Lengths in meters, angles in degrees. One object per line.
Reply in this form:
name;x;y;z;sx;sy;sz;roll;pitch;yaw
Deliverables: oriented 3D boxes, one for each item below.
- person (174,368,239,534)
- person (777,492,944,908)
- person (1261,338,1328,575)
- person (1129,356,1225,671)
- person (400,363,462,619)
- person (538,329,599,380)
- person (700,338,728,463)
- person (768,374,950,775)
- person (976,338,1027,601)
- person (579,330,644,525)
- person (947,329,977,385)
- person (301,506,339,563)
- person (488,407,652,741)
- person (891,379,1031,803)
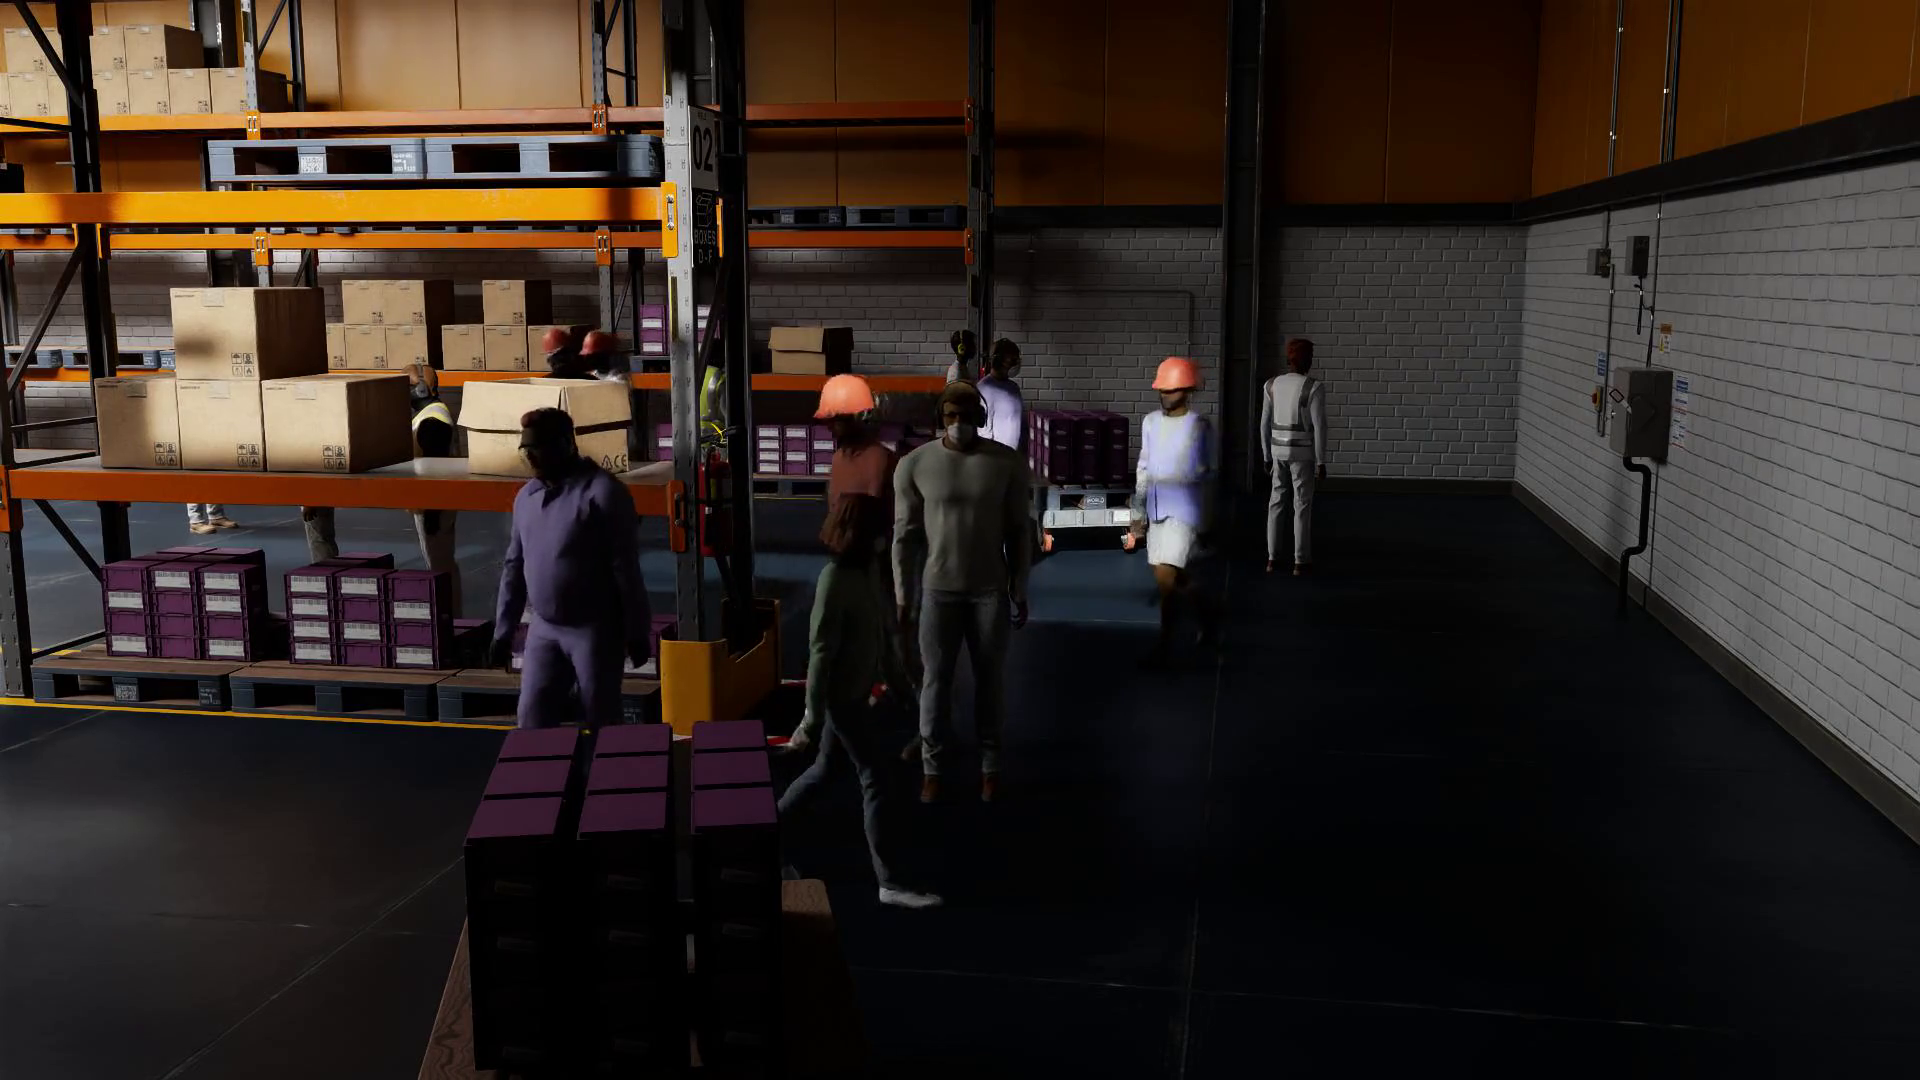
person;-6.984;-0.989;15.436;0.430;1.845;0.624;3;10;16
person;-0.479;0.594;6.374;0.817;1.598;0.499;2;9;12
person;2.670;-0.662;13.275;0.583;1.882;0.337;9;13;44
person;1.369;-0.181;10.228;0.823;1.912;0.555;-7;11;-36
person;-3.399;-0.214;10.674;0.430;1.835;0.622;-4;10;-22
person;-3.060;-0.660;13.013;0.640;1.961;0.649;-8;12;-39
person;-2.128;-0.839;14.504;0.636;1.842;0.429;8;12;40
person;-0.453;0.171;7.999;1.055;1.937;0.618;-7;11;-35
person;0.280;-0.508;12.181;0.356;1.933;0.627;4;10;23
person;-3.022;-0.865;14.454;0.555;1.911;0.556;8;12;42
person;0.036;-1.036;15.627;0.328;1.876;0.513;0;9;-1
person;-4.447;-0.339;11.432;0.404;1.833;0.590;-3;10;-18
person;-1.687;0.378;6.989;0.700;1.844;0.938;6;11;32
person;0.008;0.236;7.559;0.633;1.936;0.368;-1;9;-3
